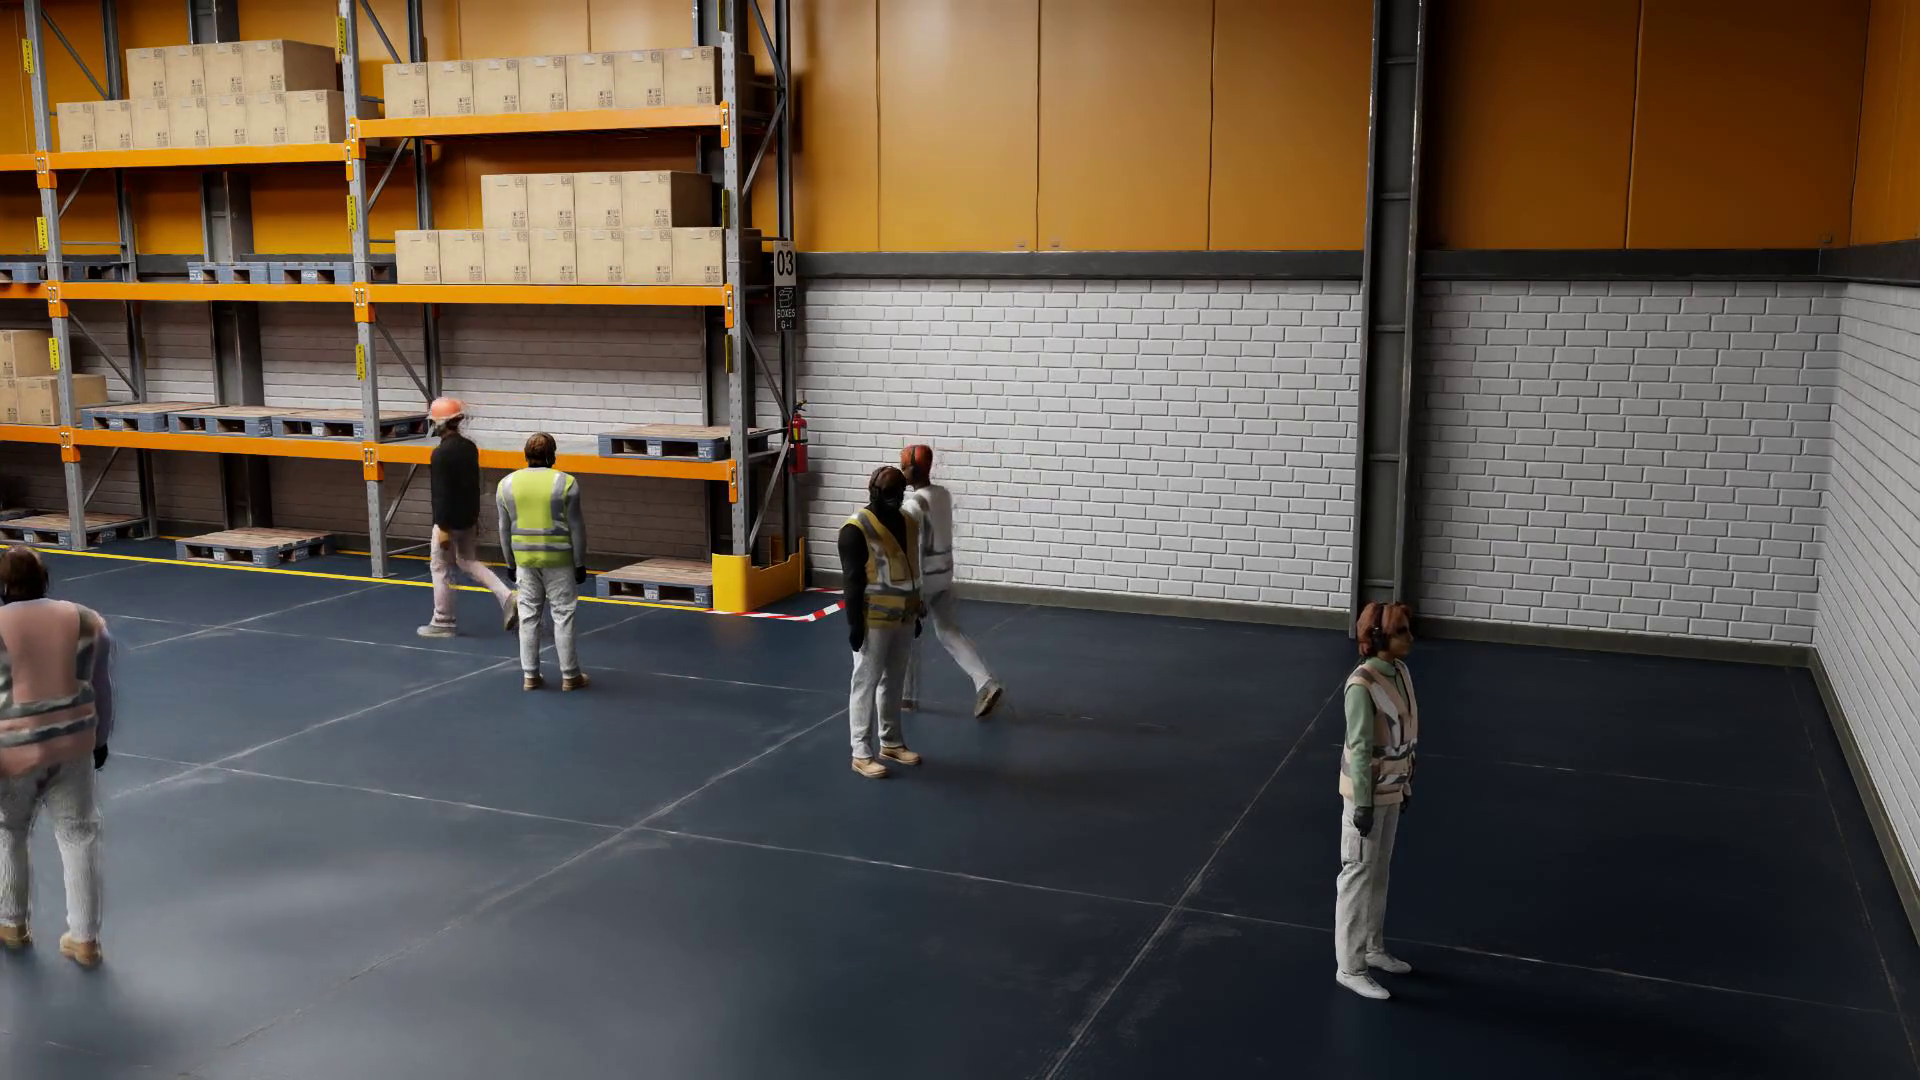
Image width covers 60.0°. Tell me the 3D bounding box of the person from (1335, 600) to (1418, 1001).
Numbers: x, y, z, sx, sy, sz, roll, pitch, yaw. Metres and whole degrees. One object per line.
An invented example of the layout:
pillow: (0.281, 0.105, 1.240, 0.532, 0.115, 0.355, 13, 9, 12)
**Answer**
person: (1.733, 1.059, 6.923, 0.309, 1.645, 0.515, 6, 11, 31)

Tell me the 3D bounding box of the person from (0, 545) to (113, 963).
person: (-4.057, 0.916, 7.284, 0.823, 1.807, 0.656, 9, 13, 42)

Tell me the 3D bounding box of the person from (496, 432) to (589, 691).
person: (-2.933, 0.157, 11.791, 0.619, 1.845, 0.430, 1, 9, 7)

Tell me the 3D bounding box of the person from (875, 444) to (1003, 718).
person: (-0.154, 0.281, 11.031, 0.899, 1.854, 0.583, 6, 11, 32)

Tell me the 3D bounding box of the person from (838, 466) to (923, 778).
person: (-0.437, 0.472, 9.888, 0.429, 1.840, 0.629, 7, 12, 37)

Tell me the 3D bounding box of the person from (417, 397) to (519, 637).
person: (-4.004, -0.174, 13.431, 0.812, 1.972, 0.626, 2, 10, 13)
